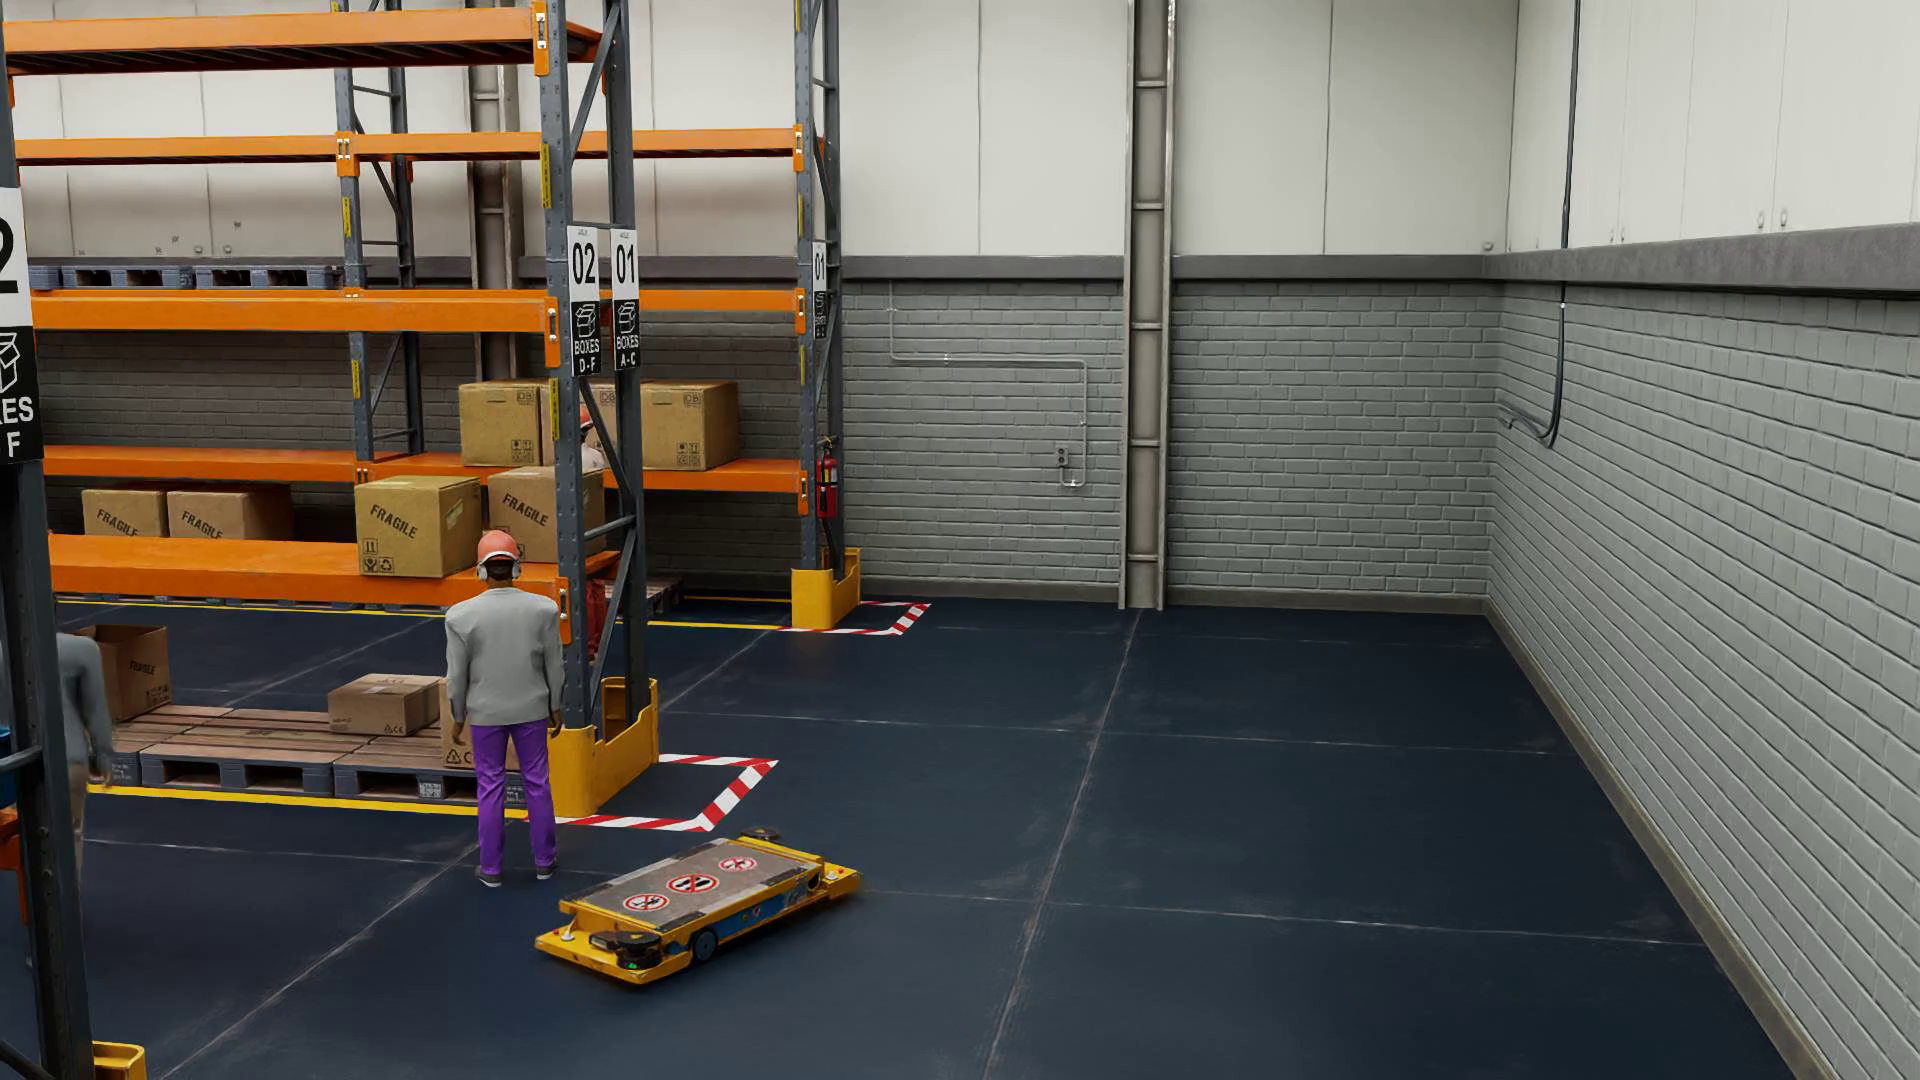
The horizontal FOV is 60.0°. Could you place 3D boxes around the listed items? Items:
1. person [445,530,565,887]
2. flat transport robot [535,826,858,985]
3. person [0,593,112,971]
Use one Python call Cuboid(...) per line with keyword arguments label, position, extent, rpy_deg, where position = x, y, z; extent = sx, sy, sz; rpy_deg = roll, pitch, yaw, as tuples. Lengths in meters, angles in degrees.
Cuboid(label="person", position=(-2.213, 0.817, 8.127), extent=(0.560, 1.743, 0.334), rpy_deg=(-4, 10, -22))
Cuboid(label="flat transport robot", position=(-1.170, 1.636, 7.609), extent=(0.652, 0.197, 1.431), rpy_deg=(7, 11, 35))
Cuboid(label="person", position=(-4.031, 0.972, 7.253), extent=(0.561, 1.715, 0.833), rpy_deg=(-8, 12, -41))
